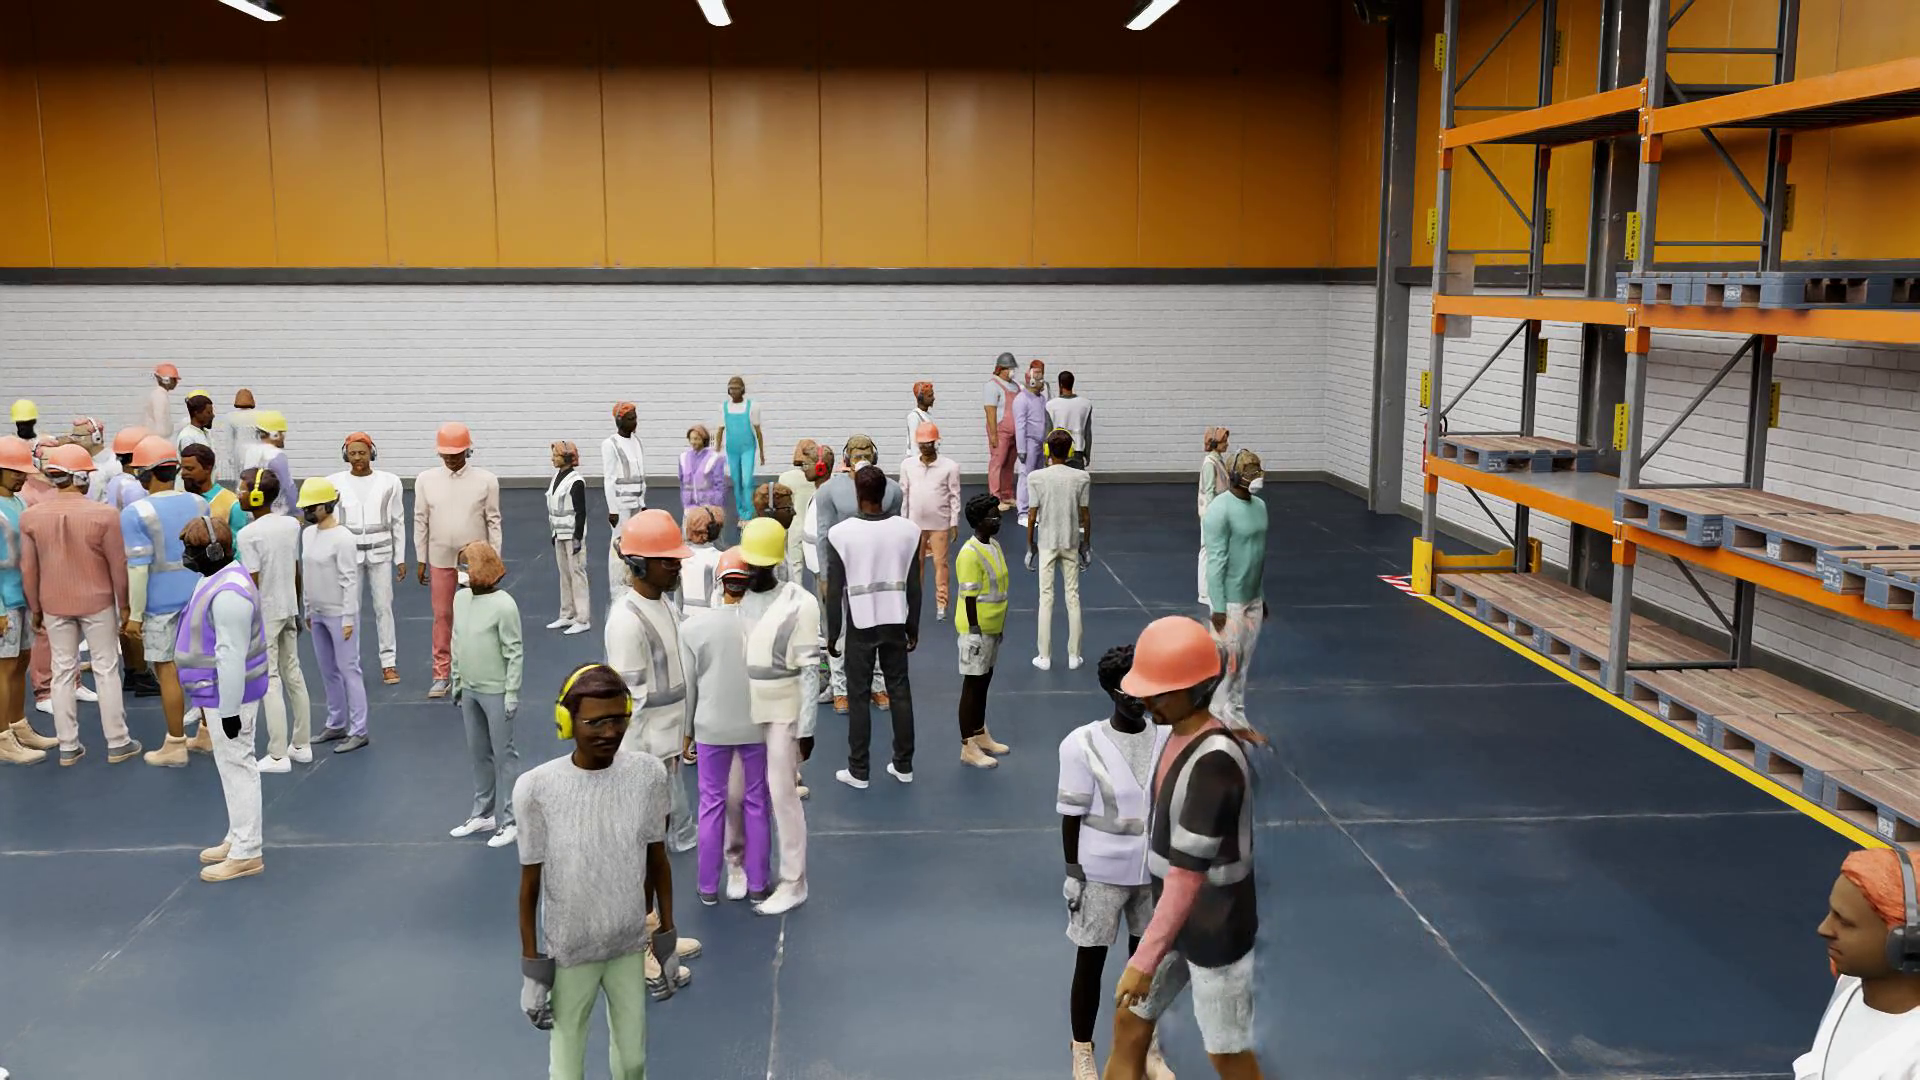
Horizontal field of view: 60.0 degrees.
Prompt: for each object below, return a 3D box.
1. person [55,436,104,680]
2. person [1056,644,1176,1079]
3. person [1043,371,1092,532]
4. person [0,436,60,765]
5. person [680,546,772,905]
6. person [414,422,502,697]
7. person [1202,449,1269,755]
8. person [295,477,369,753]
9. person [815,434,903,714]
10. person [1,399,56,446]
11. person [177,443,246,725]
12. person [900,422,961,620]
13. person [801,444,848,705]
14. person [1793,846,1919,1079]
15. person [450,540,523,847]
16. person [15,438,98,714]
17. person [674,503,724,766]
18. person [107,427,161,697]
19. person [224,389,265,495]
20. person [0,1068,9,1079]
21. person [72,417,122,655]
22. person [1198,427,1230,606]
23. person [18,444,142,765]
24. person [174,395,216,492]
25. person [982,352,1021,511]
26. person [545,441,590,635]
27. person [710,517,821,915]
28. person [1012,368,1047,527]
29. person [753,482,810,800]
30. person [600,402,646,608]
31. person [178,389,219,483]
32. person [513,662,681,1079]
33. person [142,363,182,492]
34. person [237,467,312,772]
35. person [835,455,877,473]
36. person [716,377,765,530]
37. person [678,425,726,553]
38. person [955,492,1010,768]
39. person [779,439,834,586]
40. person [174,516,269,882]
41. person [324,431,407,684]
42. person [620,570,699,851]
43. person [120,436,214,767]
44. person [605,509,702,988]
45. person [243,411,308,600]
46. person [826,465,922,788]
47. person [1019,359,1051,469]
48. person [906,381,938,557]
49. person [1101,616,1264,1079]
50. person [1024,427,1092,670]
[{"bbox_3d":[-6.638,0.135,12.478,0.347,1.834,0.518,3,10,21],"label":"person"},{"bbox_3d":[0.606,1.213,6.119,0.539,1.696,0.317,-4,10,-22],"label":"person"},{"bbox_3d":[1.264,-1.025,19.516,0.593,1.910,0.387,-2,9,-13],"label":"person"},{"bbox_3d":[-5.880,0.370,10.357,0.389,2.034,0.605,-1,9,-9],"label":"person"},{"bbox_3d":[-1.075,0.892,8.015,0.571,1.737,0.353,-2,9,-12],"label":"person"},{"bbox_3d":[-3.601,0.141,11.947,0.611,1.985,0.393,-2,9,-10],"label":"person"},{"bbox_3d":[1.765,0.387,10.551,0.373,1.940,0.628,7,11,37],"label":"person"},{"bbox_3d":[-4.027,0.471,10.589,0.527,1.760,0.334,7,11,37],"label":"person"},{"bbox_3d":[-0.685,0.231,11.527,0.631,1.939,0.370,-3,10,-20],"label":"person"},{"bbox_3d":[-8.513,-0.352,15.289,0.602,1.909,0.632,-3,9,-15],"label":"person"},{"bbox_3d":[-5.015,0.302,11.142,0.588,1.920,0.398,3,10,20],"label":"person"},{"bbox_3d":[-0.274,-0.166,14.597,0.563,1.752,0.341,3,9,16],"label":"person"},{"bbox_3d":[-0.930,0.238,11.777,0.373,1.843,0.572,-2,9,-11],"label":"person"},{"bbox_3d":[1.874,1.545,3.450,0.354,1.883,0.576,1,9,8],"label":"person"},{"bbox_3d":[-2.527,0.809,8.853,0.508,1.632,0.271,7,11,35],"label":"person"},{"bbox_3d":[-6.280,0.241,11.565,0.407,1.908,0.641,1,9,5],"label":"person"},{"bbox_3d":[-1.544,0.597,10.160,0.514,1.642,0.310,7,12,39],"label":"person"},{"bbox_3d":[-5.918,0.156,11.994,0.369,1.939,0.542,-8,12,-39],"label":"person"},{"bbox_3d":[-8.775,-1.047,20.507,0.500,1.633,0.283,-4,10,-21],"label":"person"},{"bbox_3d":[-3.759,1.143,6.030,0.311,1.865,0.535,3,10,18],"label":"person"},{"bbox_3d":[-6.876,-0.027,13.245,0.654,1.906,0.407,4,10,23],"label":"person"},{"bbox_3d":[2.335,-0.220,15.294,0.307,1.639,0.525,3,9,16],"label":"person"},{"bbox_3d":[-5.441,0.403,10.289,0.612,1.990,0.392,-1,9,-7],"label":"person"},{"bbox_3d":[-7.169,-0.410,15.652,0.387,1.910,0.593,-1,9,-9],"label":"person"},{"bbox_3d":[0.624,-1.411,21.517,0.538,2.000,0.684,6,11,32],"label":"person"},{"bbox_3d":[-3.313,-0.026,14.073,0.310,1.642,0.514,-7,11,-37],"label":"person"},{"bbox_3d":[-0.943,0.821,7.945,0.598,1.910,0.401,4,10,24],"label":"person"},{"bbox_3d":[0.895,-1.118,20.089,0.409,1.910,0.651,5,10,30],"label":"person"},{"bbox_3d":[-1.074,0.581,9.625,0.345,1.846,0.507,-2,9,-13],"label":"person"},{"bbox_3d":[-3.027,-0.314,15.118,0.345,1.882,0.584,3,10,18],"label":"person"},{"bbox_3d":[-8.452,-0.795,18.527,0.522,1.763,0.319,5,10,27],"label":"person"},{"bbox_3d":[-1.114,1.286,5.150,0.512,1.863,0.327,-6,11,-32],"label":"person"},{"bbox_3d":[-9.974,-1.212,20.604,0.713,1.950,0.630,-4,10,-21],"label":"person"},{"bbox_3d":[-4.208,0.485,10.138,0.326,1.876,0.518,3,9,17],"label":"person"},{"bbox_3d":[-0.754,0.191,12.354,0.330,1.750,0.573,-1,9,-4],"label":"person"},{"bbox_3d":[-2.627,-1.020,19.744,0.557,1.817,0.849,1,9,6],"label":"person"},{"bbox_3d":[-2.472,-0.321,16.056,0.519,1.596,0.850,3,10,18],"label":"person"},{"bbox_3d":[0.140,0.546,10.306,0.318,1.697,0.535,3,9,17],"label":"person"},{"bbox_3d":[-1.312,-0.060,14.339,0.492,1.625,0.281,-1,9,-4],"label":"person"},{"bbox_3d":[-3.715,0.785,8.394,0.429,1.837,0.624,-5,10,-27],"label":"person"},{"bbox_3d":[-4.386,0.142,12.263,0.582,1.882,0.351,-3,10,-19],"label":"person"},{"bbox_3d":[-1.523,0.824,8.544,0.779,1.692,0.531,-6,11,-35],"label":"person"},{"bbox_3d":[-4.893,0.381,10.260,0.397,2.043,0.609,4,10,23],"label":"person"},{"bbox_3d":[-1.301,0.878,7.137,0.383,2.041,0.616,0,9,2],"label":"person"},{"bbox_3d":[-6.155,-0.270,15.115,0.840,1.792,0.585,-9,13,-44],"label":"person"},{"bbox_3d":[-0.500,0.511,9.881,0.593,1.909,0.410,-4,10,-25],"label":"person"},{"bbox_3d":[1.039,-1.539,22.849,0.585,1.878,0.364,-7,12,-39],"label":"person"},{"bbox_3d":[-0.396,-0.769,17.984,0.355,1.883,0.574,2,9,12],"label":"person"},{"bbox_3d":[0.604,1.219,5.194,0.979,1.988,0.601,-1,9,-6],"label":"person"},{"bbox_3d":[0.753,0.067,12.771,0.521,1.871,0.325,-1,9,-4],"label":"person"}]
